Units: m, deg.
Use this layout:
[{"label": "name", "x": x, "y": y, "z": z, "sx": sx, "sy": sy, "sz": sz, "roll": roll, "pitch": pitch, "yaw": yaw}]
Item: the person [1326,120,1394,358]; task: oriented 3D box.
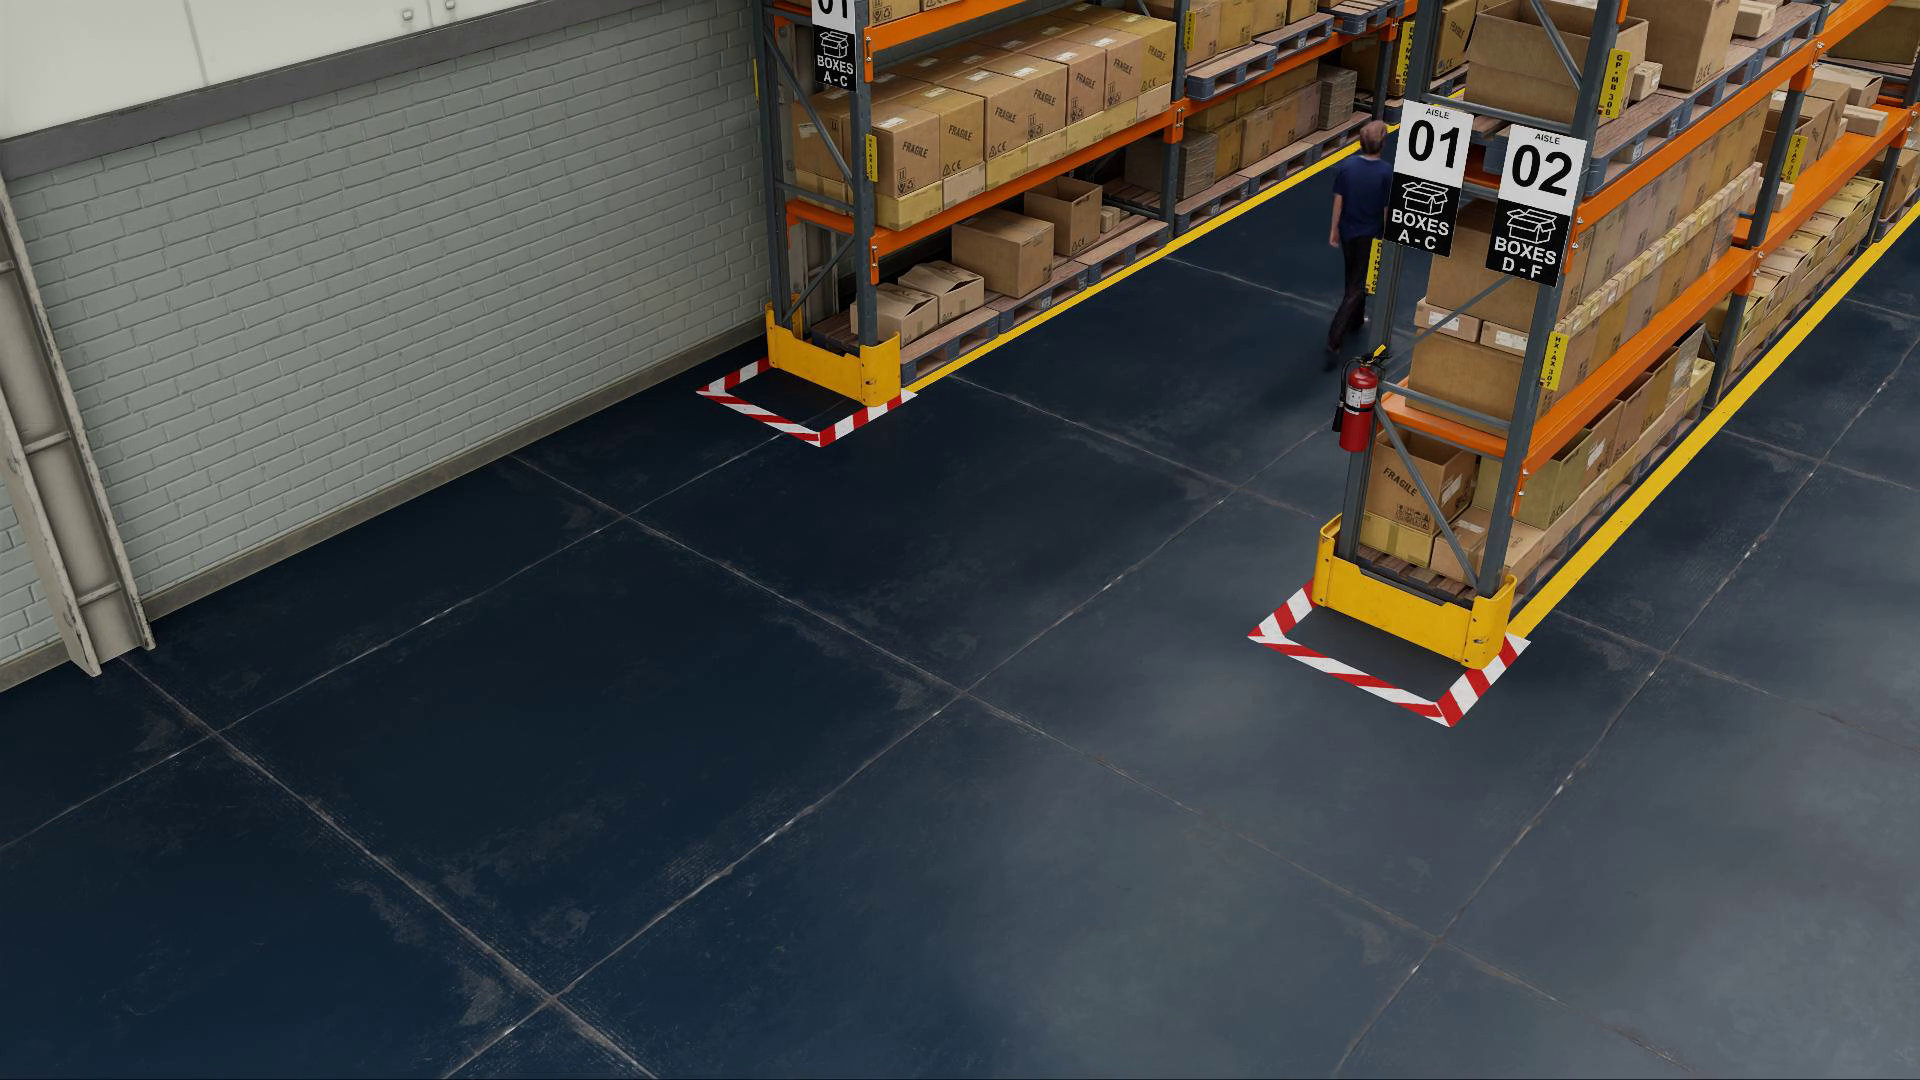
[{"label": "person", "x": 3.079, "y": -2.299, "z": 12.896, "sx": 0.717, "sy": 1.835, "sz": 1.175, "roll": 22, "pitch": 39, "yaw": 30}]
